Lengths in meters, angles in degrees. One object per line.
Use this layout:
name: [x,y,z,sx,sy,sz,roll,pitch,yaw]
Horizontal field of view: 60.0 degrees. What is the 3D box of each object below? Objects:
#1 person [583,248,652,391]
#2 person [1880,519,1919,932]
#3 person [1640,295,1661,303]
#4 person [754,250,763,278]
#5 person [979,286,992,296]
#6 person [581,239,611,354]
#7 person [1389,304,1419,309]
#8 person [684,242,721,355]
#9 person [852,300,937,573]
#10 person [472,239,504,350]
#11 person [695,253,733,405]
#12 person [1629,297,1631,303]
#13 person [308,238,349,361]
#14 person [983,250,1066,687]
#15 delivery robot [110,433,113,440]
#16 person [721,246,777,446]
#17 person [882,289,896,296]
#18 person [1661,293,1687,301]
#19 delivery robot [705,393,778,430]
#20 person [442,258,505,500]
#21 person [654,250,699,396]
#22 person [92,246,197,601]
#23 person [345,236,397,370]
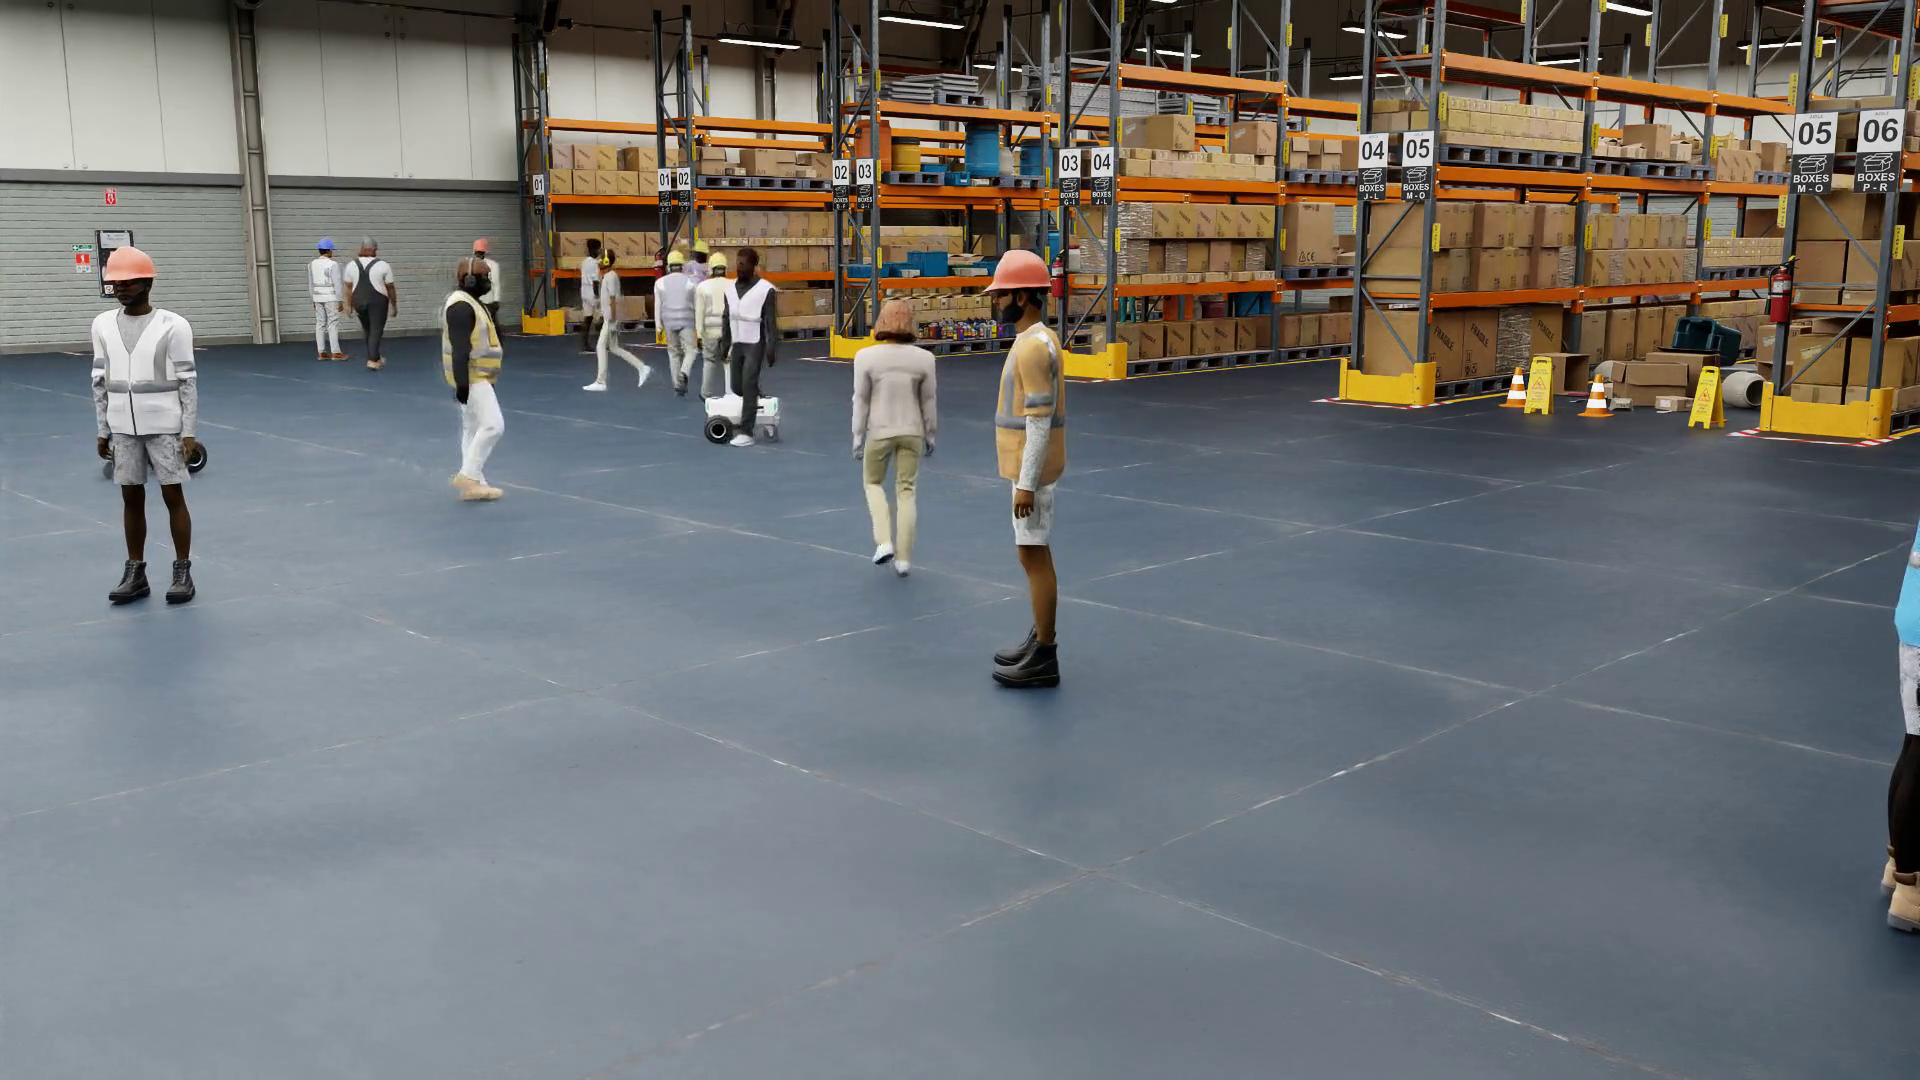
person: [-4.483,-2.868,21.642,0.817,1.840,0.518,-2,11,-9]
person: [2.886,0.284,4.817,0.322,1.697,0.534,6,12,29]
person: [12.140,-4.268,29.171,0.986,1.883,0.565,-6,12,-28]
person: [-3.736,-4.389,30.132,0.323,1.761,0.523,-6,12,-30]
person: [0.752,-6.067,39.473,0.528,1.681,0.653,8,13,38]
person: [-6.116,-4.123,28.173,0.768,1.937,0.648,-7,13,-34]
person: [6.472,-3.344,24.089,0.585,1.882,0.337,10,14,42]
person: [-4.270,-4.027,27.812,0.965,1.876,0.610,6,12,31]
person: [-0.390,-0.612,9.916,0.521,1.617,0.370,-2,11,-12]
person: [-7.847,-3.992,27.479,0.629,1.950,1.032,2,11,10]
person: [-2.782,-2.400,19.199,0.624,1.780,0.926,-4,11,-23]
person: [12.946,-4.733,31.354,1.006,2.010,0.619,-3,11,-16]
person: [-10.178,-3.868,26.773,0.613,1.945,0.406,5,11,23]
person: [0.285,-0.320,7.456,0.373,1.934,0.551,1,10,5]
delivery robot: [-6.846,-0.989,14.025,0.335,0.223,0.698,6,12,30]
person: [-2.017,-1.891,16.118,0.601,1.903,0.717,7,12,33]
person: [-1.690,-5.821,38.342,0.700,1.598,0.524,-4,11,-20]
person: [12.433,-4.247,28.986,1.007,1.883,0.648,-10,14,-43]
delivery robot: [-2.146,-1.291,16.383,0.707,0.478,0.477,-1,10,-7]
person: [-3.652,-1.203,12.562,0.453,1.828,0.656,-1,10,-7]
person: [-3.510,-2.695,20.721,0.609,1.816,0.608,0,10,1]
person: [-4.464,-0.625,9.112,0.542,1.939,0.368,0,10,-2]
person: [-8.838,-3.568,24.999,0.698,2.000,1.032,1,10,4]
